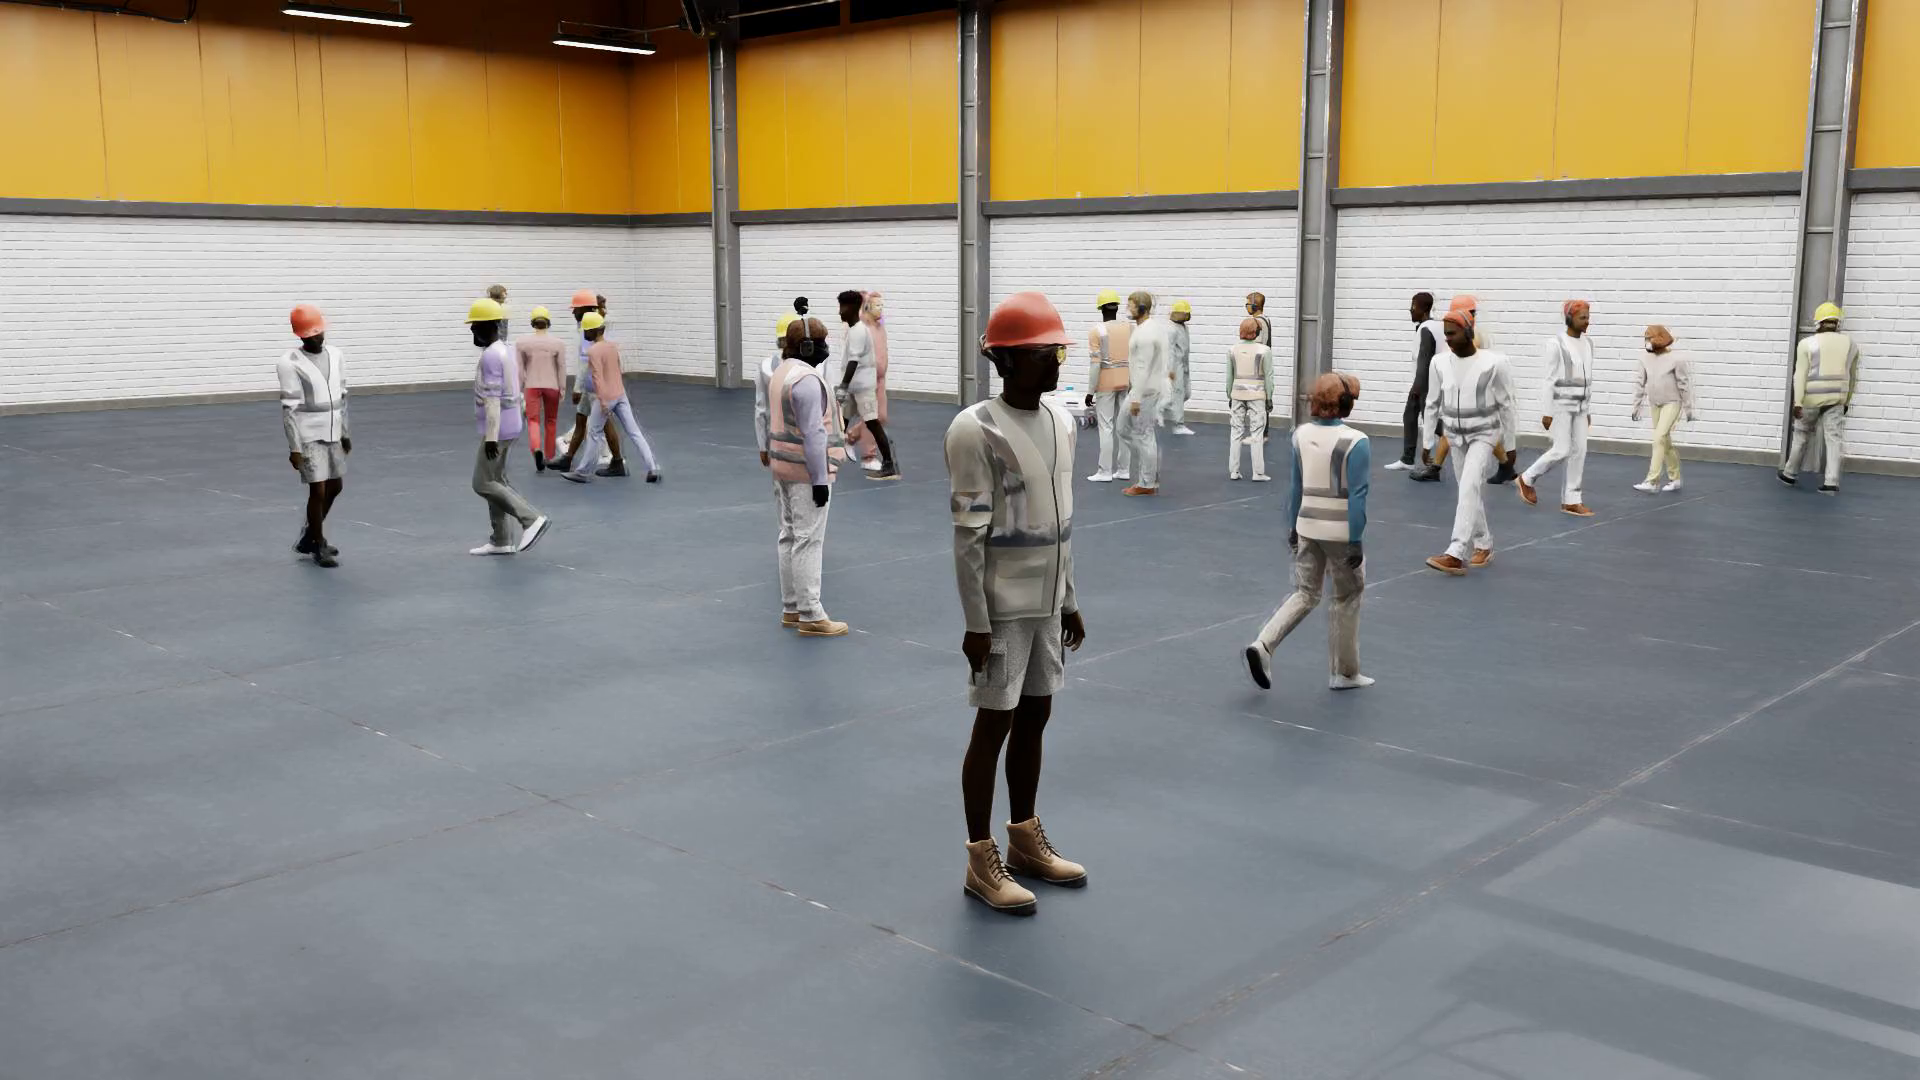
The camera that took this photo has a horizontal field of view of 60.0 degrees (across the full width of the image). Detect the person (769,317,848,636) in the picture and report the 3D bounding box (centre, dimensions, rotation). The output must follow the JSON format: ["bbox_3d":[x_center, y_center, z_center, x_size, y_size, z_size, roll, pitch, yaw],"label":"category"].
[{"bbox_3d":[-0.881,-0.369,9.682,0.430,1.845,0.619,-4,10,-21],"label":"person"}]

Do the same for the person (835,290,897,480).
[{"bbox_3d":[-1.115,-1.536,16.645,1.031,1.902,0.614,-1,9,-7],"label":"person"}]

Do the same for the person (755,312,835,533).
[{"bbox_3d":[-1.196,-0.752,12.093,0.597,1.818,0.645,-1,9,-8],"label":"person"}]

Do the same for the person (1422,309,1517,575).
[{"bbox_3d":[3.532,-0.684,11.595,0.963,1.834,0.606,-8,12,-40],"label":"person"}]

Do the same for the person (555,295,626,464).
[{"bbox_3d":[-3.995,-1.710,17.897,0.679,1.842,0.533,-4,10,-21],"label":"person"}]

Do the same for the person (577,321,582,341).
[{"bbox_3d":[-6.619,-3.502,29.530,0.286,1.632,0.501,-8,12,-39],"label":"person"}]

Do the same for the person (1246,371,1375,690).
[{"bbox_3d":[1.779,-0.024,8.259,0.677,1.620,0.521,-6,11,-31],"label":"person"}]

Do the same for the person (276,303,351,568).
[{"bbox_3d":[-4.624,-0.740,11.843,0.674,1.886,0.620,4,10,25],"label":"person"}]

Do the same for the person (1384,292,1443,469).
[{"bbox_3d":[4.960,-1.651,17.413,0.849,1.890,0.588,2,9,9],"label":"person"}]

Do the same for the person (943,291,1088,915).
[{"bbox_3d":[0.213,0.201,5.559,0.367,2.048,0.607,7,12,37],"label":"person"}]

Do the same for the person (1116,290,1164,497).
[{"bbox_3d":[1.659,-1.342,15.392,0.443,1.924,0.658,1,9,5],"label":"person"}]

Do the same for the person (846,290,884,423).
[{"bbox_3d":[-1.264,-2.406,22.203,0.578,1.828,0.437,-5,10,-26],"label":"person"}]

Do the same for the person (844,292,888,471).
[{"bbox_3d":[-1.019,-1.676,17.573,0.629,1.887,0.648,5,11,28],"label":"person"}]

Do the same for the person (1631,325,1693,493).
[{"bbox_3d":[6.622,-1.234,15.741,0.789,1.585,0.527,-4,10,-25],"label":"person"}]

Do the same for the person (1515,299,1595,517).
[{"bbox_3d":[5.223,-1.147,14.401,0.577,1.868,0.637,-6,11,-31],"label":"person"}]

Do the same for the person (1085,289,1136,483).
[{"bbox_3d":[1.493,-1.528,16.558,0.584,1.918,0.381,-6,11,-33],"label":"person"}]

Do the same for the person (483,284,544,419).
[{"bbox_3d":[-6.354,-2.626,23.341,0.957,1.896,0.656,-4,10,-24],"label":"person"}]

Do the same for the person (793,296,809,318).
[{"bbox_3d":[-2.453,-2.885,25.545,0.321,1.699,0.535,-5,11,-30],"label":"person"}]

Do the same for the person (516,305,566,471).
[{"bbox_3d":[-4.417,-1.598,17.539,0.530,1.741,0.771,-2,10,-14],"label":"person"}]

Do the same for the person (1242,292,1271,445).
[{"bbox_3d":[3.579,-2.058,20.033,0.326,1.842,0.517,4,10,23],"label":"person"}]

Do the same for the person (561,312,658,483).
[{"bbox_3d":[-3.439,-1.396,16.396,0.955,1.712,0.567,3,10,18],"label":"person"}]

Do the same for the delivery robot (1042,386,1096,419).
[{"bbox_3d":[1.462,-1.812,22.177,0.707,0.478,0.477,5,11,30],"label":"delivery robot"}]

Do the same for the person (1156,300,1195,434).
[{"bbox_3d":[2.771,-2.224,21.382,0.532,1.727,0.499,5,11,29],"label":"person"}]

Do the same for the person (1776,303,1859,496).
[{"bbox_3d":[8.167,-1.347,15.830,0.618,1.789,0.886,0,9,2],"label":"person"}]

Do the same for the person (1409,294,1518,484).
[{"bbox_3d":[5.033,-1.472,16.366,1.027,1.878,0.551,2,9,12],"label":"person"}]

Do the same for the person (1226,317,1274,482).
[{"bbox_3d":[2.886,-1.394,16.590,0.513,1.640,0.307,6,11,34],"label":"person"}]

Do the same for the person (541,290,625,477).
[{"bbox_3d":[-3.860,-1.575,16.895,0.930,1.896,0.574,-1,9,-6],"label":"person"}]

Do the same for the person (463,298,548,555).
[{"bbox_3d":[-3.375,-0.816,12.218,0.488,1.908,0.604,-1,9,-8],"label":"person"}]
